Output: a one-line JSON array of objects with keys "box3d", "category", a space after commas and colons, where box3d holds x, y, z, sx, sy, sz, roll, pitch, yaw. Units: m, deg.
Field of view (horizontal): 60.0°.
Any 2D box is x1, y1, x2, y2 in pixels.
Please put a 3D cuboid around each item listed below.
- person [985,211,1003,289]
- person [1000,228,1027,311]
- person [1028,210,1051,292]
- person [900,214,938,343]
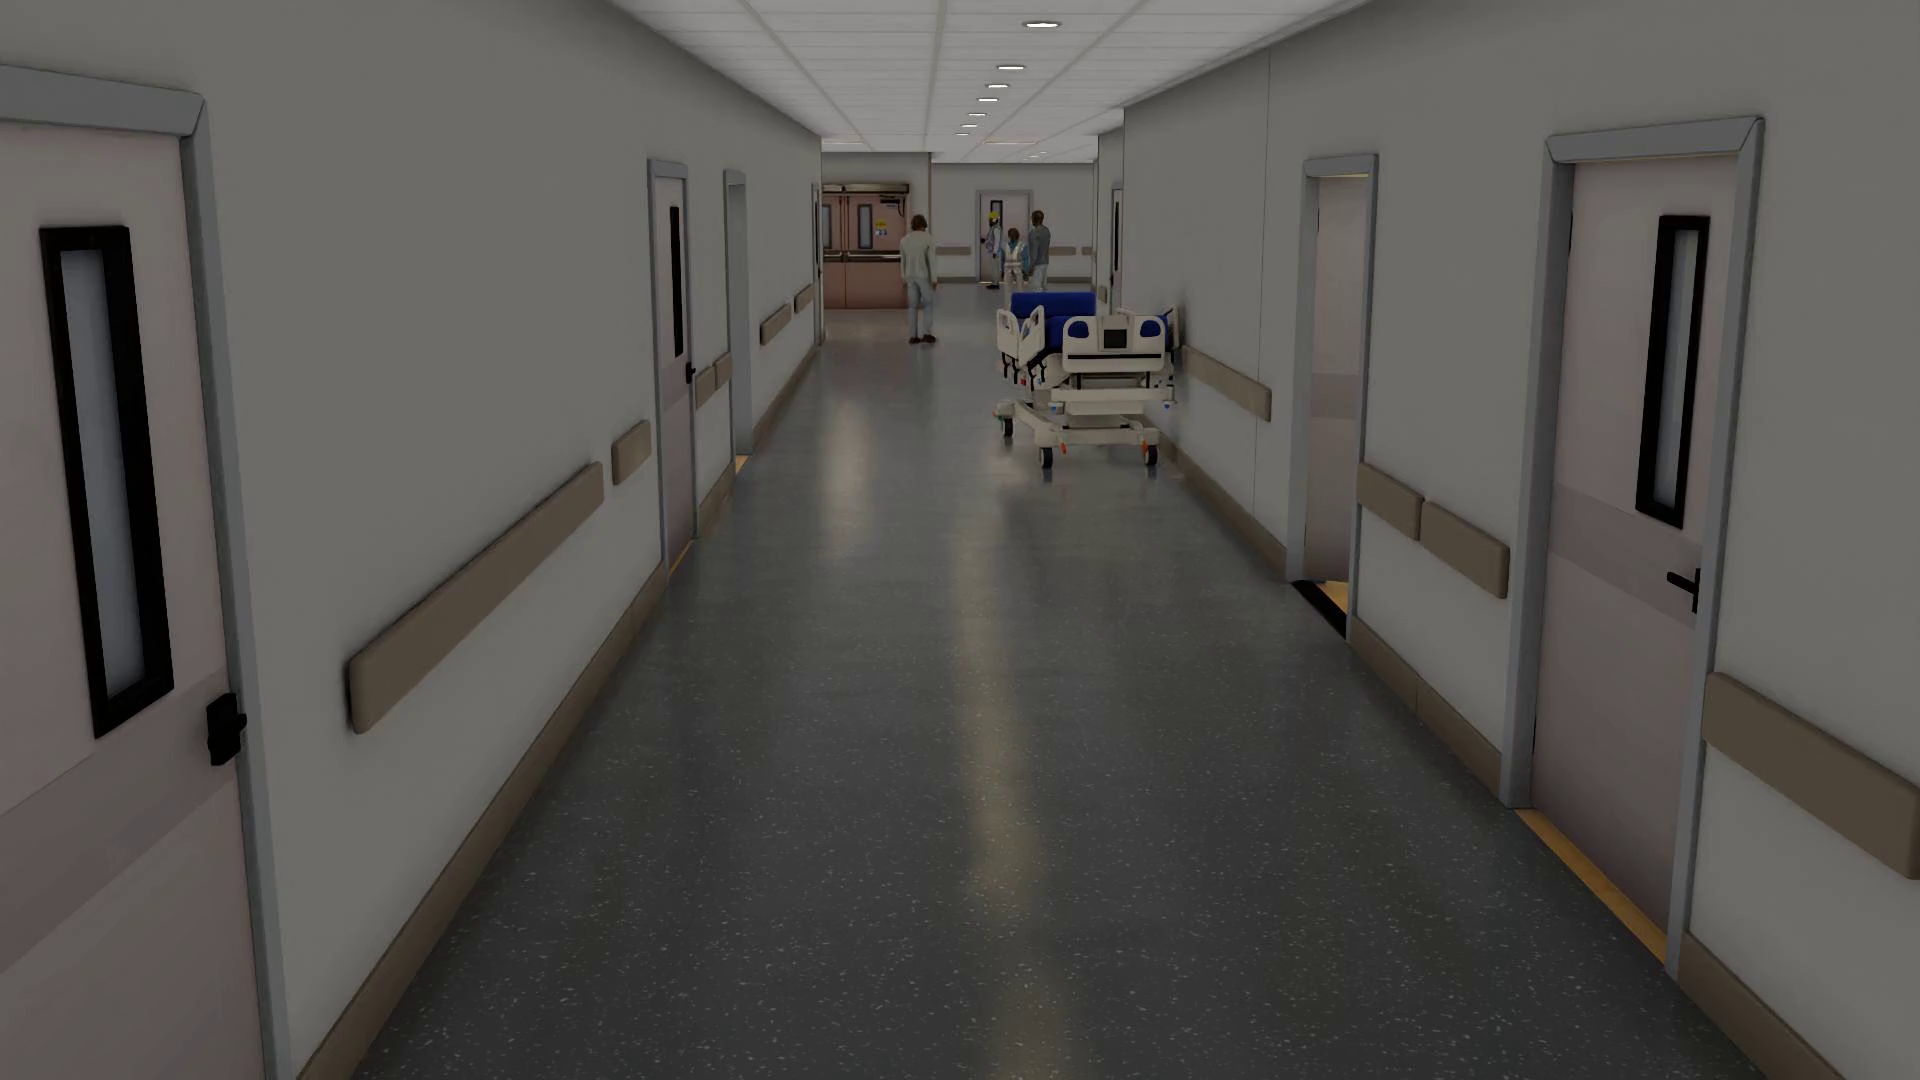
[{"box3d": [0.805, -6.888, 39.566, 0.404, 1.833, 0.592, -1, 12, -4], "category": "person"}, {"box3d": [0.995, -4.950, 30.698, 0.531, 1.592, 0.888, 3, 12, 16], "category": "person"}, {"box3d": [1.359, -4.772, 28.997, 0.370, 1.939, 0.631, 6, 13, 25], "category": "person"}, {"box3d": [-0.623, -3.874, 24.715, 0.649, 1.908, 0.516, 6, 13, 27], "category": "person"}]
